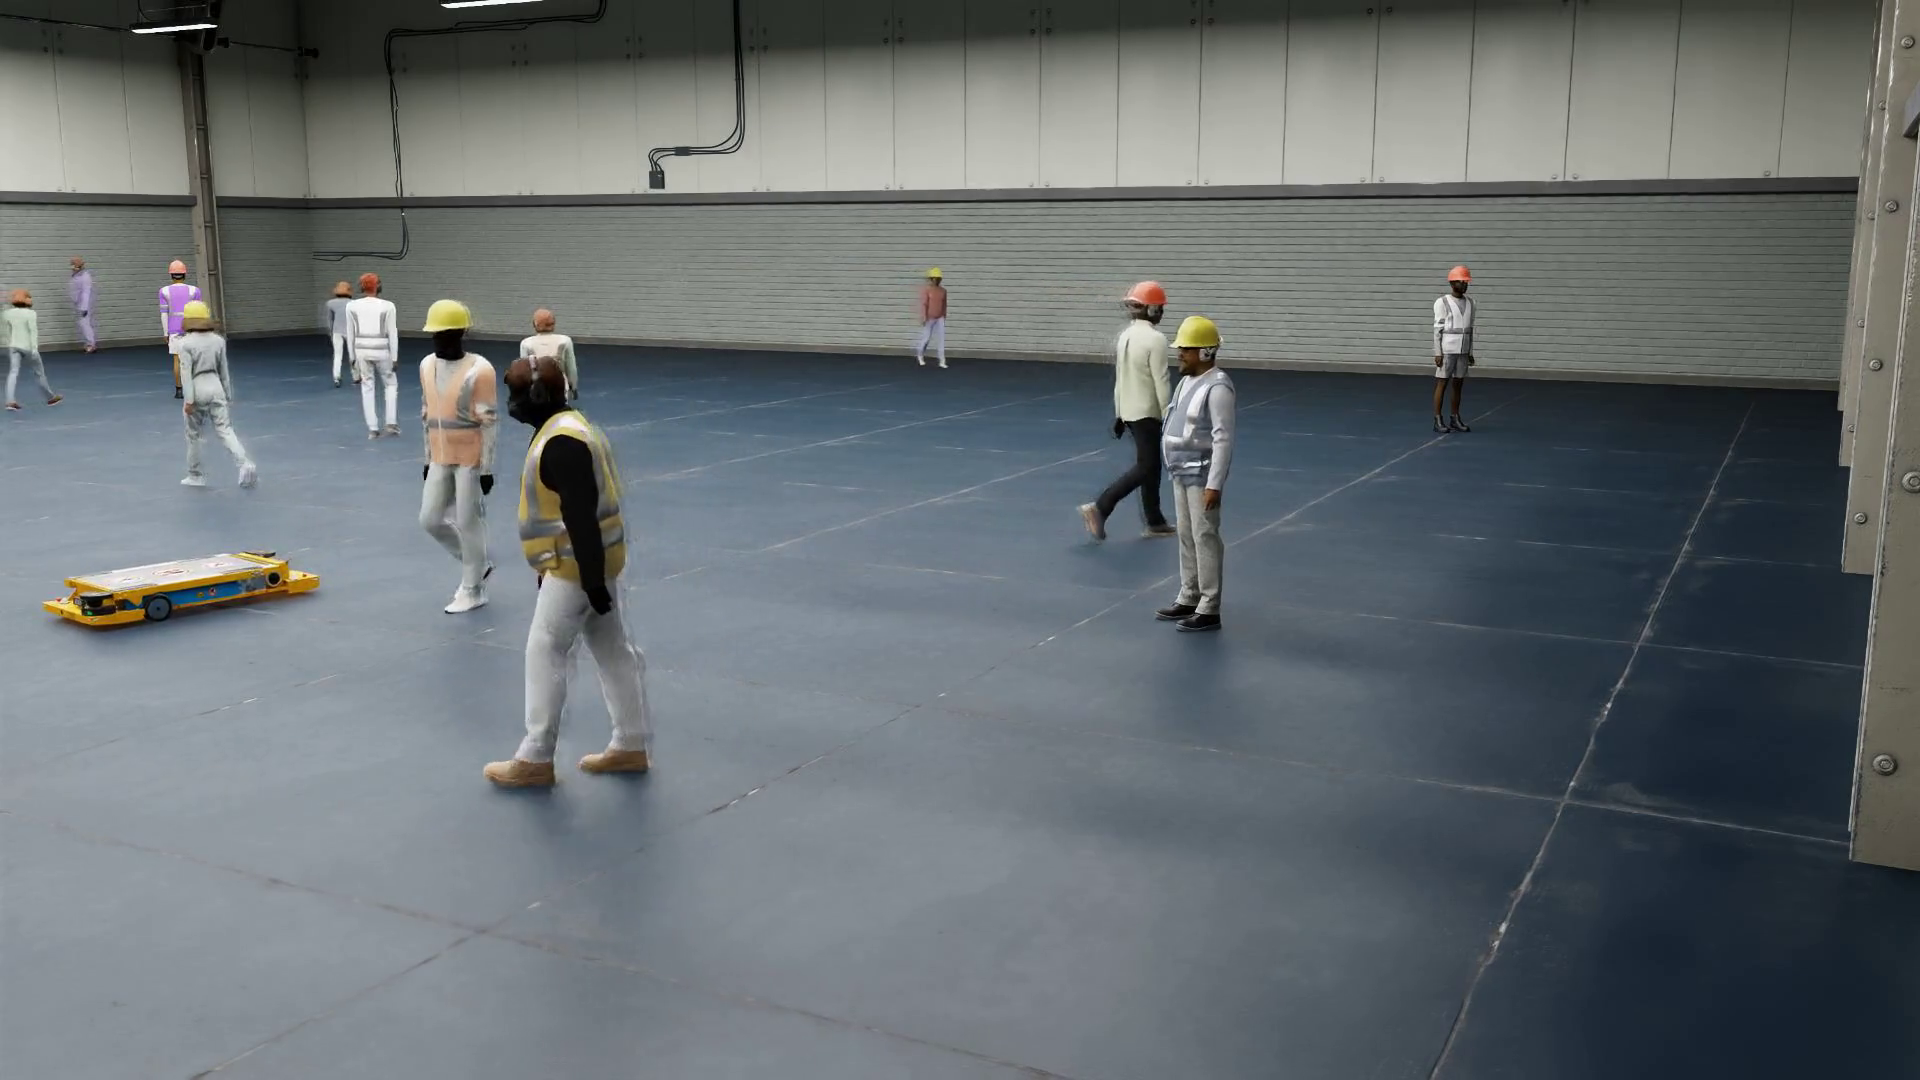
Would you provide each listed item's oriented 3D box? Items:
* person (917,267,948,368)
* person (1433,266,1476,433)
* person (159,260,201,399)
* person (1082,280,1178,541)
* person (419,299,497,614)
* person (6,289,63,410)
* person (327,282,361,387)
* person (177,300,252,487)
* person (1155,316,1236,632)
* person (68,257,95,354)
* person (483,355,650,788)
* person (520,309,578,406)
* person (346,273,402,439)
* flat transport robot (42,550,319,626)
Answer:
[{"bbox_3d":[-0.470,-3.892,29.092,0.529,1.744,0.784,-5,12,-27],"label":"person"},{"bbox_3d":[5.778,-2.218,19.409,0.546,1.942,0.353,-4,11,-22],"label":"person"},{"bbox_3d":[-10.967,-2.965,23.483,0.545,1.942,0.350,-5,11,-24],"label":"person"},{"bbox_3d":[1.308,-0.955,12.464,0.831,1.966,0.616,-4,11,-18],"label":"person"},{"bbox_3d":[-3.070,-0.503,10.132,0.616,1.913,0.411,6,12,28],"label":"person"},{"bbox_3d":[-12.383,-2.527,22.049,0.514,1.580,0.901,2,11,13],"label":"person"},{"bbox_3d":[-9.388,-3.134,25.334,0.506,1.598,0.820,-1,10,-4],"label":"person"},{"bbox_3d":[-6.840,-1.325,15.167,0.805,1.716,0.492,6,12,31],"label":"person"},{"bbox_3d":[1.374,-0.385,9.716,0.404,1.828,0.600,-3,11,-14],"label":"person"},{"bbox_3d":[-17.134,-4.564,32.414,0.445,1.870,0.802,-10,14,-44],"label":"person"},{"bbox_3d":[-1.703,0.131,6.999,0.785,1.800,0.636,-1,10,-8],"label":"person"},{"bbox_3d":[-3.951,-1.423,16.014,0.520,1.596,0.854,-2,11,-9],"label":"person"},{"bbox_3d":[-6.667,-2.094,18.950,0.590,1.863,0.624,-1,10,-7],"label":"person"},{"bbox_3d":[-4.824,0.280,10.346,0.652,0.197,1.431,8,13,38],"label":"flat transport robot"}]
